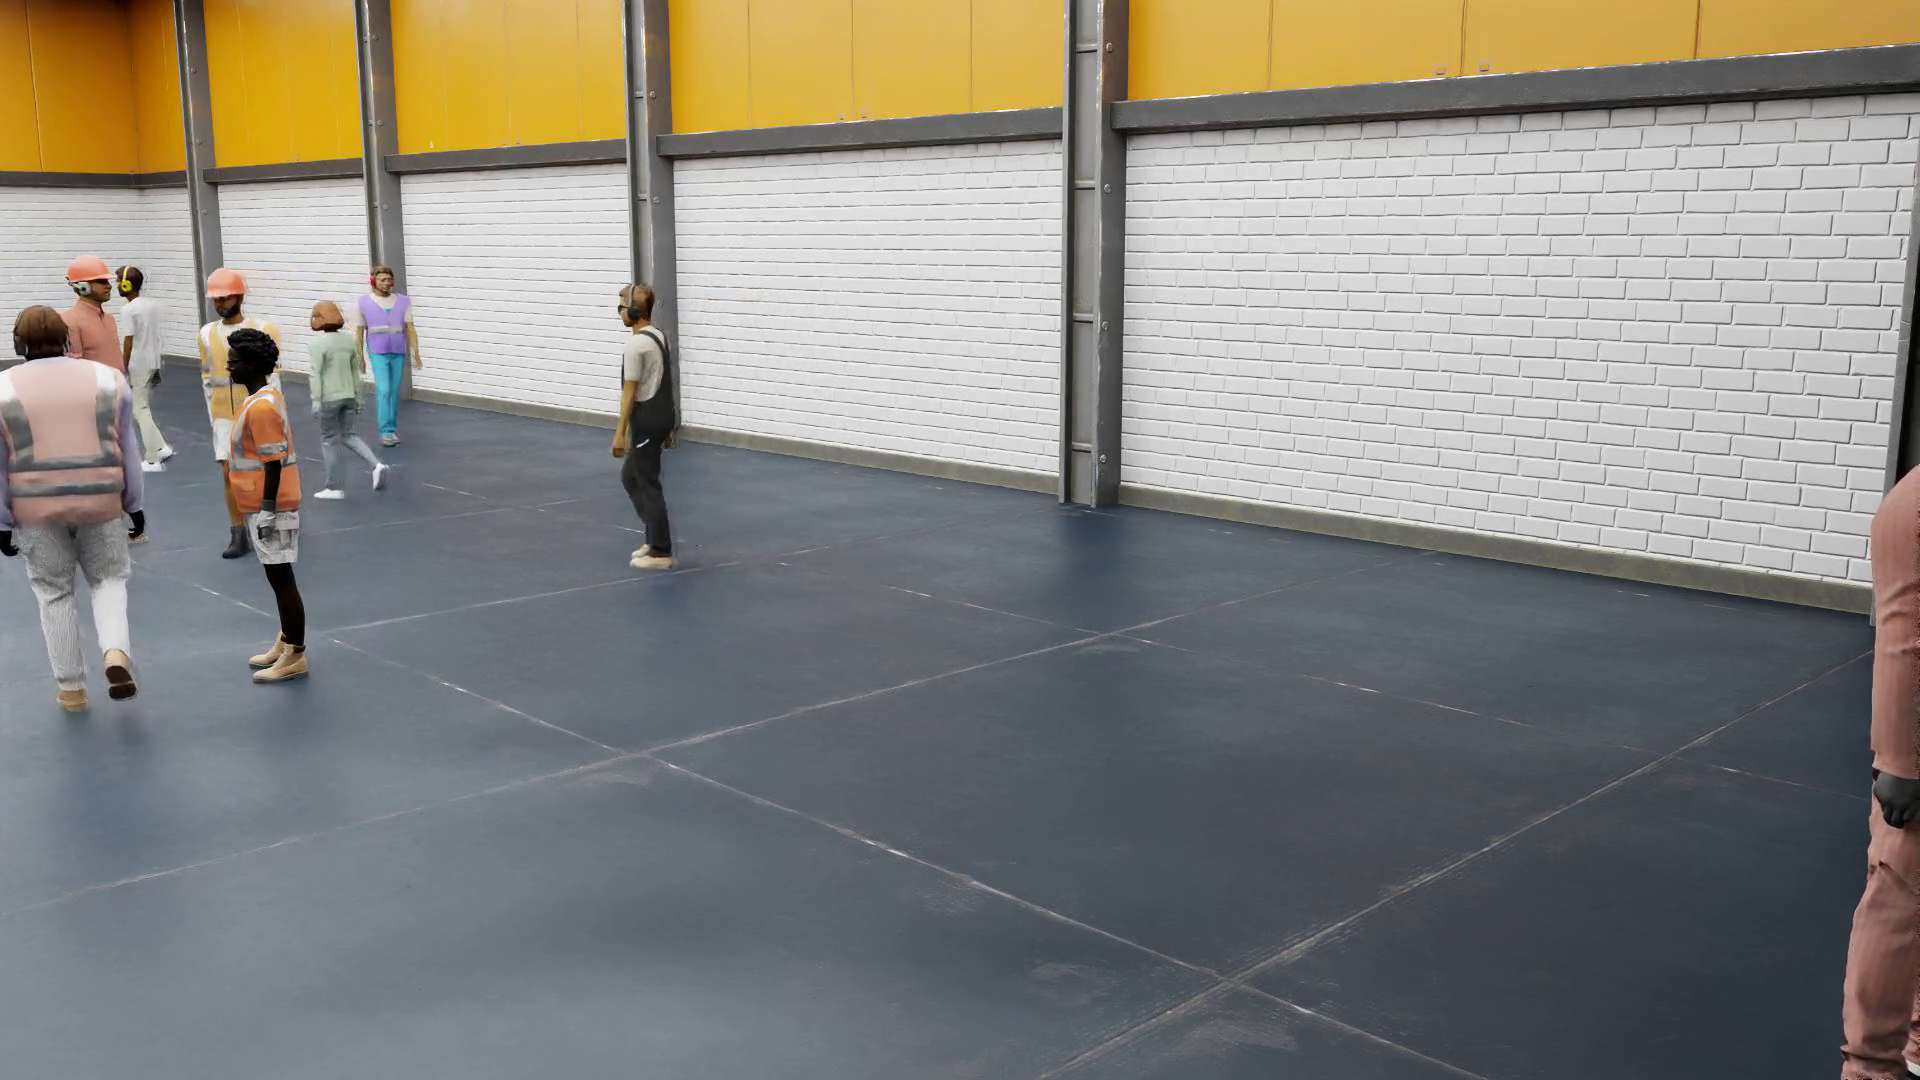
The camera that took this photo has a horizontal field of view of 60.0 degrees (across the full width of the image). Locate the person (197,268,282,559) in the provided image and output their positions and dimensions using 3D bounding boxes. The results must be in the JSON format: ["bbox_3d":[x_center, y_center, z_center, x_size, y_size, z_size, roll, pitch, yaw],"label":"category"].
[{"bbox_3d":[-4.807,-0.871,11.219,0.545,1.920,0.746,0,10,-1],"label":"person"}]

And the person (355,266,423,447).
[{"bbox_3d":[-5.770,-1.853,16.871,0.572,1.816,0.721,-9,14,-41],"label":"person"}]

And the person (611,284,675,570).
[{"bbox_3d":[-2.045,-0.706,10.593,0.484,1.830,0.506,1,10,7],"label":"person"}]

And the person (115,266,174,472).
[{"bbox_3d":[-7.392,-1.523,14.937,0.385,1.859,0.548,0,10,-2],"label":"person"}]

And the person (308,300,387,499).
[{"bbox_3d":[-4.979,-1.121,13.421,0.549,1.619,0.510,4,11,21],"label":"person"}]

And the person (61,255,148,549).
[{"bbox_3d":[-5.838,-0.920,11.280,0.374,1.997,0.614,0,10,-2],"label":"person"}]

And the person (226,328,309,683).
[{"bbox_3d":[-3.331,-0.167,7.990,0.317,1.695,0.540,-5,11,-24],"label":"person"}]

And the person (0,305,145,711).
[{"bbox_3d":[-3.962,-0.122,7.383,0.637,1.829,0.495,-7,13,-34],"label":"person"}]

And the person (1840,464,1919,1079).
[{"bbox_3d":[2.402,0.479,3.909,0.644,1.904,0.399,-5,12,-27],"label":"person"}]
